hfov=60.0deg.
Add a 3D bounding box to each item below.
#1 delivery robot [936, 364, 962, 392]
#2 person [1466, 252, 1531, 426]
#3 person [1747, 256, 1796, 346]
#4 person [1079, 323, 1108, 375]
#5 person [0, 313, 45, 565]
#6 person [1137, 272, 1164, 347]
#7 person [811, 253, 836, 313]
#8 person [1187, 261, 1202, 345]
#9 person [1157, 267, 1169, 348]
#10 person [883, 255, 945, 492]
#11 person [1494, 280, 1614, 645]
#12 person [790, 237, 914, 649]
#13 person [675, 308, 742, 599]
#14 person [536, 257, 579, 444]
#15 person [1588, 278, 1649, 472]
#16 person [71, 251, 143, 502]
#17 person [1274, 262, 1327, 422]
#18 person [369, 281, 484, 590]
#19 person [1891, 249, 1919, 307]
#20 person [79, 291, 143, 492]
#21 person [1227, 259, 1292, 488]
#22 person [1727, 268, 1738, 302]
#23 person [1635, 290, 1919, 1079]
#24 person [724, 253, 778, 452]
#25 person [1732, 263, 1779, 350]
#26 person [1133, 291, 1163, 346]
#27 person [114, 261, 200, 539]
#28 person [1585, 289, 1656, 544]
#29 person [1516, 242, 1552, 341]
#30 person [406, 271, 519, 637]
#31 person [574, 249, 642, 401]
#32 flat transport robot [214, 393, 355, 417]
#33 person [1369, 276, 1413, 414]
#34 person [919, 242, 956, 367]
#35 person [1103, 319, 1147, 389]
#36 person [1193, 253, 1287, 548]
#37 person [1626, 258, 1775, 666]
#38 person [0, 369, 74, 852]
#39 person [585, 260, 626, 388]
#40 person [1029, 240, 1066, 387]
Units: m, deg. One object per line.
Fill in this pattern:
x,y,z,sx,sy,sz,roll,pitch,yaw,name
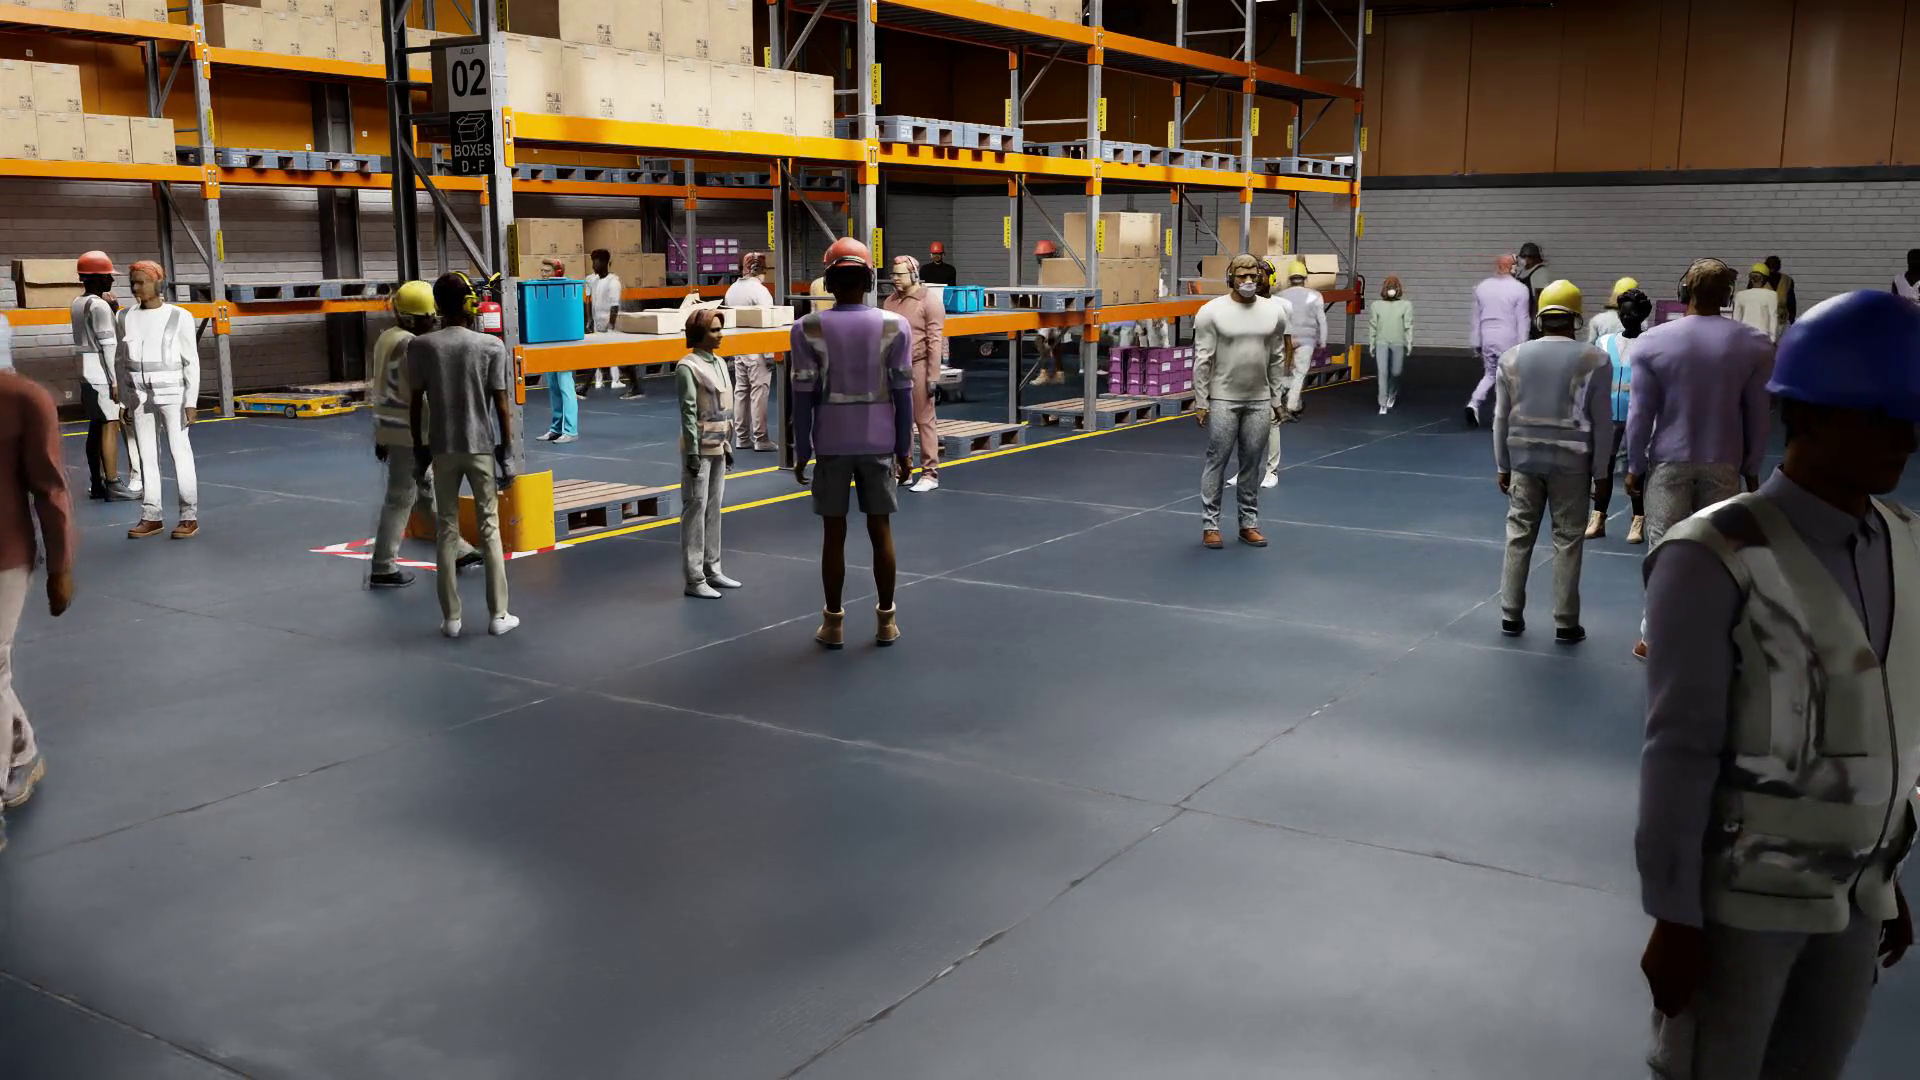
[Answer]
-0.306,-2.000,20.571,0.707,0.478,0.477,-10,14,-44,delivery robot
5.708,-2.083,17.585,0.487,1.896,0.643,-7,12,-34,person
11.674,-3.192,23.996,0.630,1.807,0.930,1,10,6,person
2.007,-3.445,25.040,0.378,1.923,0.596,-8,13,-36,person
-6.195,-0.774,10.318,0.804,1.908,0.662,3,11,15,person
2.763,-3.336,24.555,0.355,1.882,0.575,-6,12,-28,person
-1.449,-2.388,19.177,0.547,1.927,0.393,5,11,24,person
4.010,-3.758,27.399,0.536,1.699,0.318,3,11,16,person
3.088,-3.504,26.281,0.853,1.593,0.524,-9,13,-40,person
-0.422,-1.340,13.454,0.639,1.900,0.404,9,14,41,person
2.995,-0.392,8.415,0.592,1.826,0.404,8,13,37,person
-0.535,-0.469,8.248,0.605,2.036,0.383,-2,10,-9,person
-1.449,-0.496,9.491,0.308,1.641,0.511,3,11,15,person
-4.013,-1.891,16.643,0.390,1.848,0.565,-9,14,-41,person
5.608,-1.381,14.225,0.508,1.694,0.888,6,12,30,person
-6.642,-1.262,12.911,0.545,1.938,0.359,9,13,40,person
3.784,-2.223,18.684,0.592,1.787,0.955,6,12,28,person
-3.084,-0.607,9.705,0.888,1.782,0.605,-7,13,-35,person
12.873,-2.988,22.569,0.734,1.889,0.626,-8,13,-36,person
-6.813,-1.192,13.357,0.522,1.636,0.310,1,10,5,person
2.465,-1.359,13.641,0.532,1.868,0.310,8,13,36,person
11.420,-3.277,24.991,0.363,1.609,0.542,-2,10,-10,person
1.369,0.567,2.754,0.615,1.943,0.409,-5,11,-27,person
-1.966,-1.800,15.997,0.405,1.903,0.636,-9,14,-41,person
9.521,-2.445,20.031,0.641,1.739,0.534,-8,13,-39,person
2.812,-3.471,25.153,0.544,1.936,0.359,5,12,27,person
-5.455,-0.944,11.301,0.579,1.883,0.352,1,10,5,person
4.463,-0.826,11.161,0.534,1.697,0.318,8,13,39,person
8.233,-3.300,23.913,0.941,2.000,0.683,-3,11,-16,person
-2.545,-0.431,8.508,0.513,1.865,0.329,-1,10,-6,person
-4.488,-2.702,20.962,1.019,1.906,0.640,-8,13,-38,person
-7.814,-1.570,19.235,1.431,0.197,0.652,3,11,16,flat transport robot
5.067,-2.300,19.579,0.504,1.612,0.696,2,10,12,person
-0.362,-3.764,26.616,0.619,1.994,0.381,0,10,-1,person
2.109,-2.853,21.854,0.554,1.903,0.951,7,12,33,person
1.839,-0.910,10.954,0.634,1.938,0.355,-2,10,-13,person
3.455,-0.348,7.841,0.628,1.940,0.373,3,11,16,person
-3.343,0.061,5.614,0.612,1.958,1.001,0,10,-1,person
-4.870,-3.007,22.764,0.521,1.873,0.334,2,10,10,person
1.169,-3.126,23.037,0.749,2.016,0.612,-2,10,-10,person
